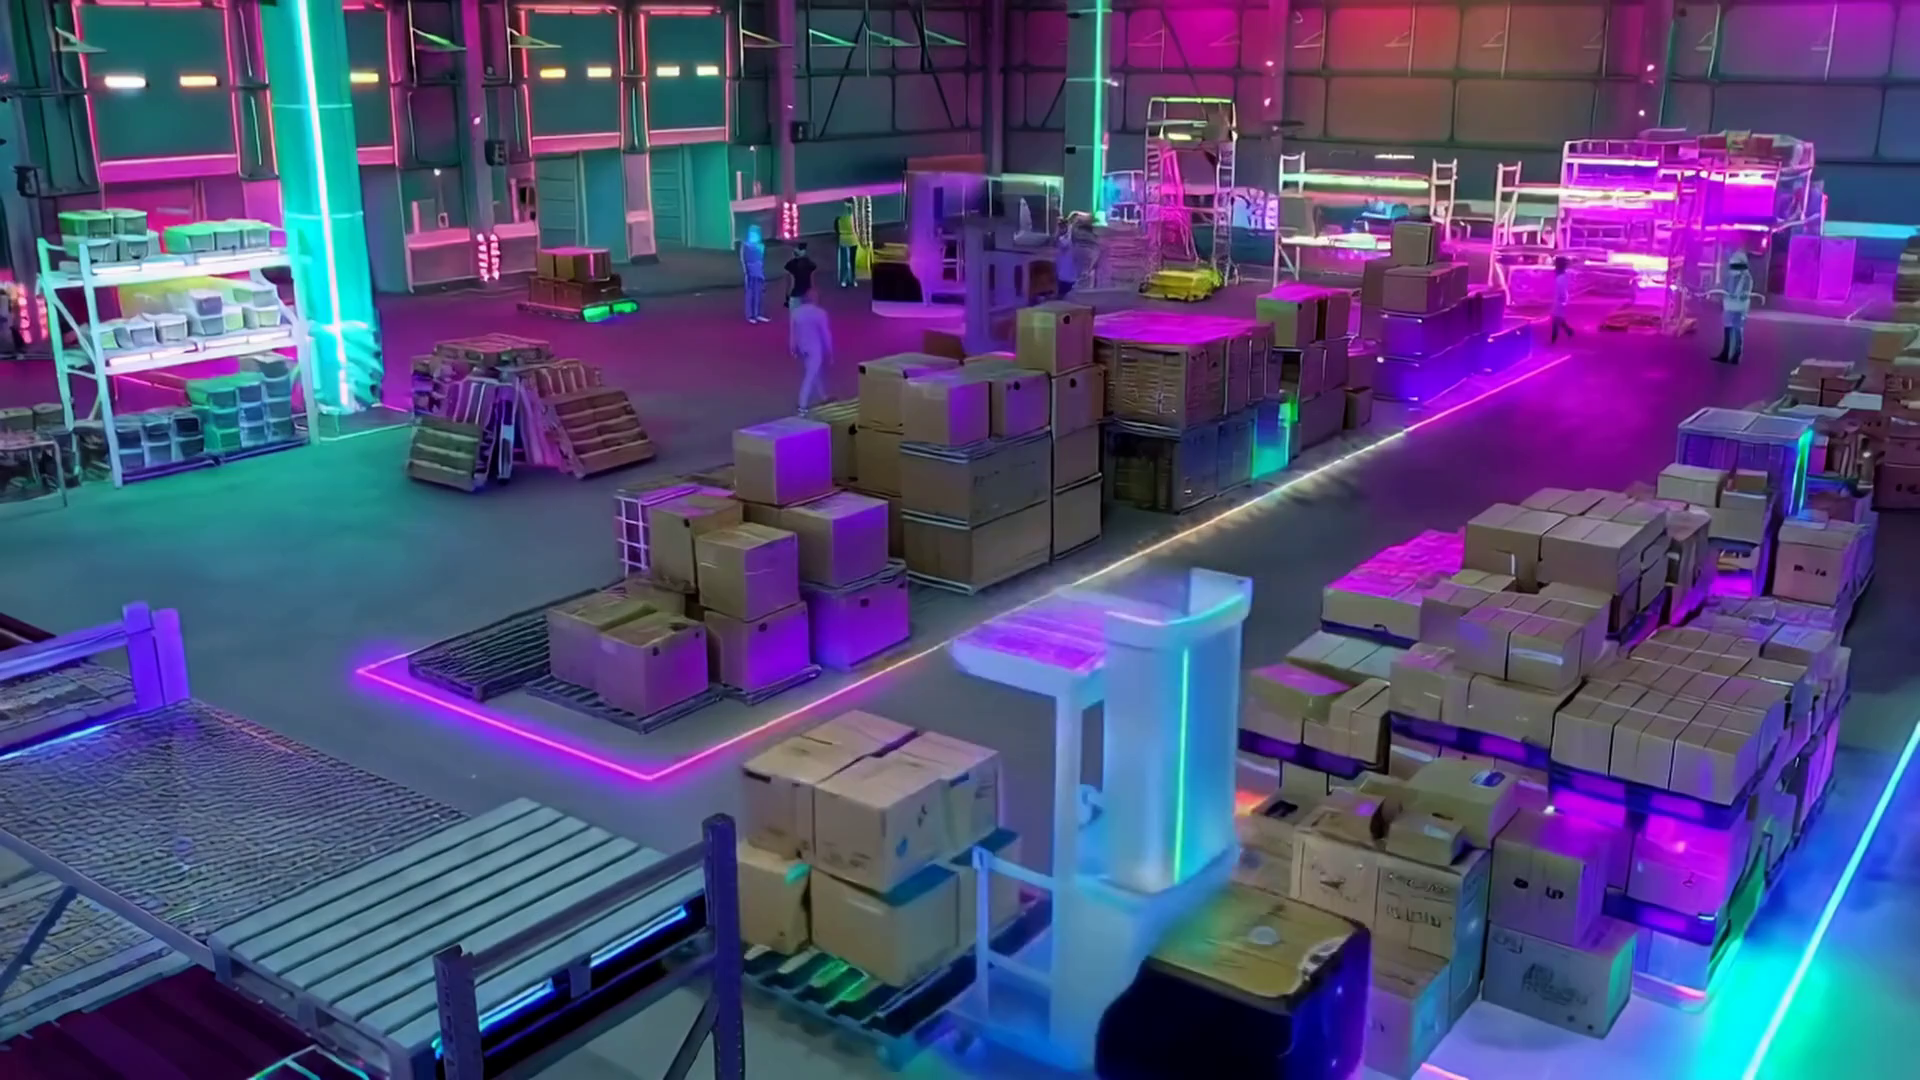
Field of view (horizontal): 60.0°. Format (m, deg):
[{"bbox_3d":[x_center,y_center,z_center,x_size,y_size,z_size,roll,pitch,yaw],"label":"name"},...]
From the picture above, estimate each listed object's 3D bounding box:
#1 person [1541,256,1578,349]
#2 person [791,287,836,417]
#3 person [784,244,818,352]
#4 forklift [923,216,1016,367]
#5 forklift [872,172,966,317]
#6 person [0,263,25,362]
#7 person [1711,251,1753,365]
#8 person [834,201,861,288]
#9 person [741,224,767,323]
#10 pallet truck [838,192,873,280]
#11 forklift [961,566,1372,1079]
[{"bbox_3d":[10.861,-4.279,29.964,0.544,1.684,0.546,5,17,15],"label":"person"},{"bbox_3d":[-2.165,-2.832,24.848,0.662,1.878,1.043,11,20,33],"label":"person"},{"bbox_3d":[-2.834,-4.310,29.677,0.636,1.928,0.383,-9,19,-26],"label":"person"},{"bbox_3d":[0.439,-3.495,25.346,1.873,2.768,1.129,12,21,35],"label":"forklift"},{"bbox_3d":[-0.798,-5.988,33.602,1.873,2.768,1.129,3,17,9],"label":"forklift"},{"bbox_3d":[-16.524,-3.959,28.899,0.318,1.697,0.535,-11,20,-33],"label":"person"},{"bbox_3d":[13.306,-3.995,28.600,0.343,1.942,0.552,-6,18,-18],"label":"person"},{"bbox_3d":[-2.522,-6.651,37.421,0.593,1.924,0.379,-1,17,-5],"label":"person"},{"bbox_3d":[-4.049,-5.253,32.791,0.386,1.928,0.589,12,21,35],"label":"person"},{"bbox_3d":[-1.936,-7.159,38.982,1.885,1.965,0.823,-12,21,-34],"label":"pallet truck"},{"bbox_3d":[1.091,1.587,8.521,1.873,2.768,1.129,12,21,35],"label":"forklift"}]
